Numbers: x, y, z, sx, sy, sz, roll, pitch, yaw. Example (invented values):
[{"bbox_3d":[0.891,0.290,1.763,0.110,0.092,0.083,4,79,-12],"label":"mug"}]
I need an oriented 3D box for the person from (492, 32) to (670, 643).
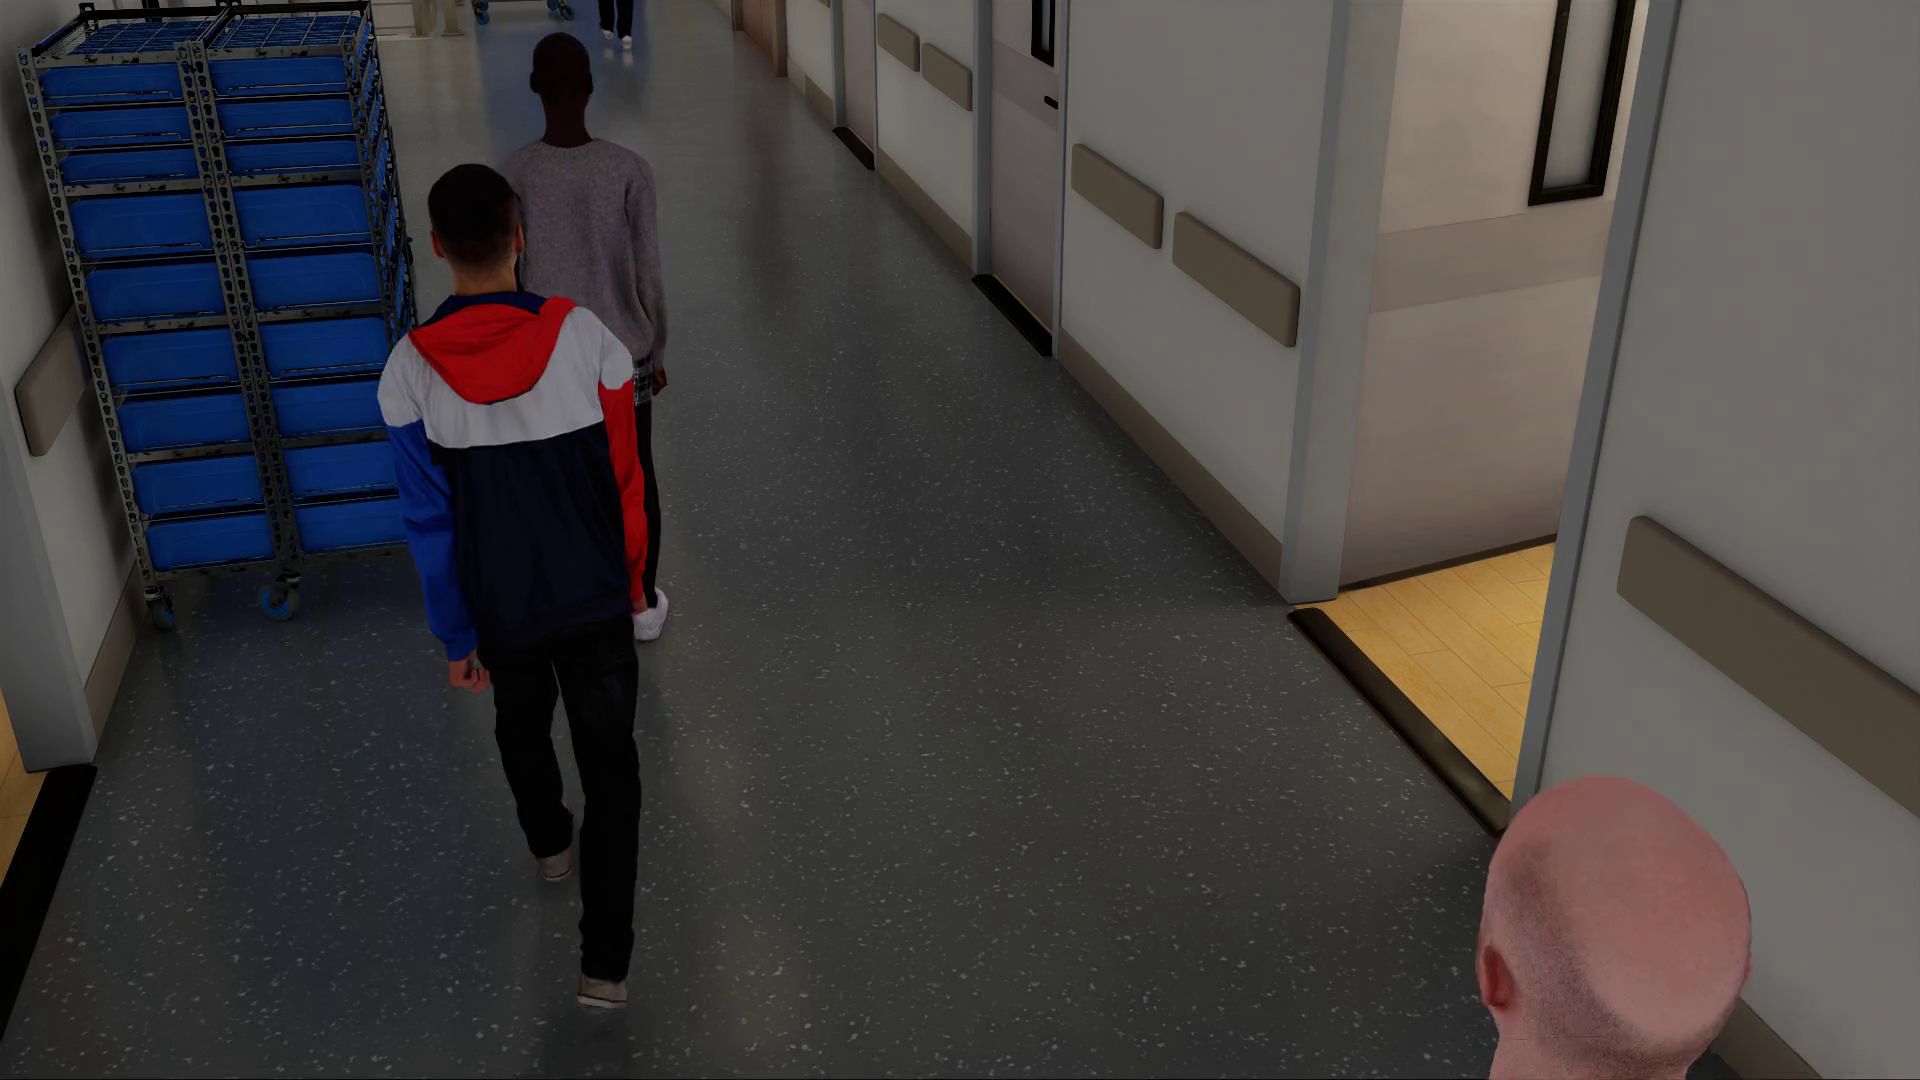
[{"bbox_3d":[-1.054,-0.525,4.719,0.610,1.772,0.511,-6,26,-13],"label":"person"}]

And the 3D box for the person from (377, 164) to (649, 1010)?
[{"bbox_3d":[-0.839,0.156,3.363,0.674,1.723,1.154,-5,26,-10],"label":"person"}]
